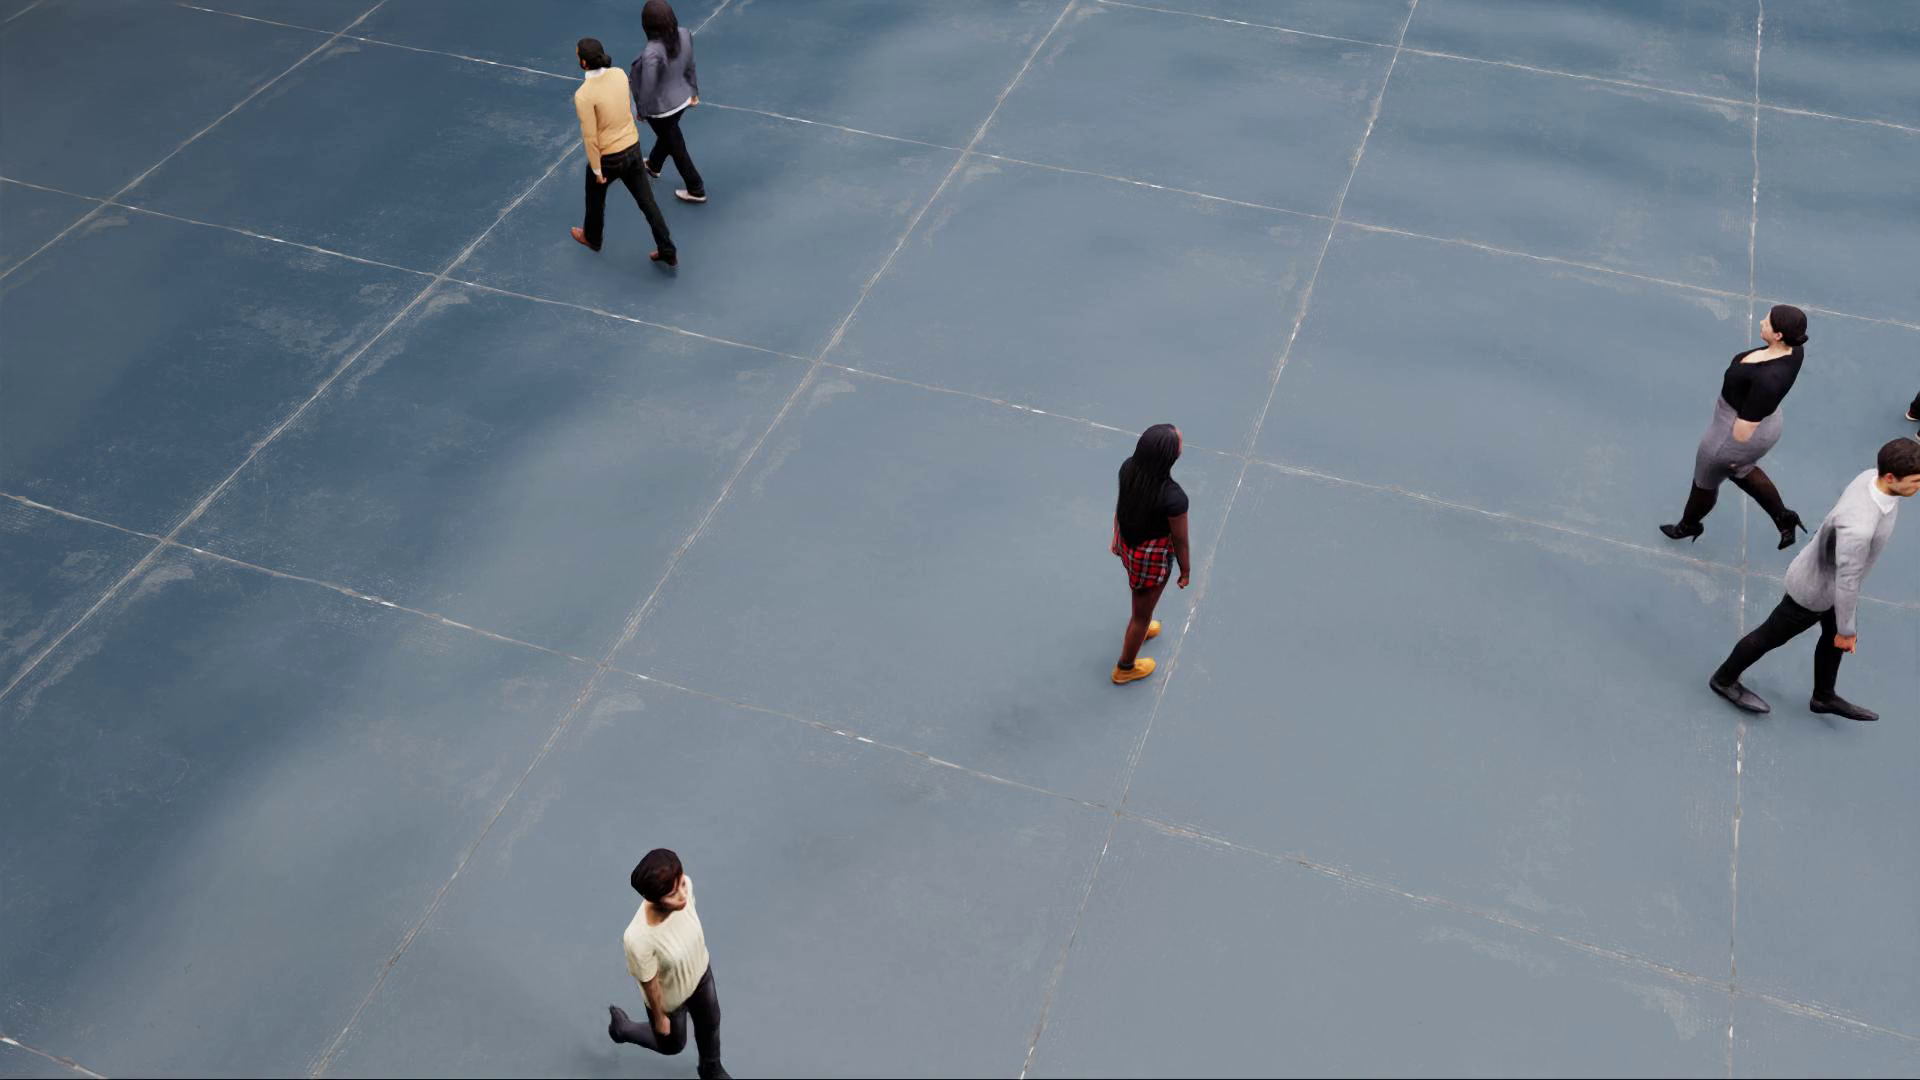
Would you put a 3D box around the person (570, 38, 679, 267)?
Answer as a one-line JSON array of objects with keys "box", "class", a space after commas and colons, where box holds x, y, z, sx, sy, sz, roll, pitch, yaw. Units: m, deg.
[{"box": [-2.358, -2.670, 11.677, 1.266, 1.712, 0.938, 29, 50, 27], "class": "person"}]

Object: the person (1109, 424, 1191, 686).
[{"box": [0.908, 0.123, 8.688, 0.831, 1.708, 0.778, -28, 50, -27], "class": "person"}]

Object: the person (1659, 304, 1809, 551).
[{"box": [4.516, -0.554, 9.393, 1.072, 1.736, 0.848, 29, 50, 27], "class": "person"}]

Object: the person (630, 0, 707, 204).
[{"box": [-2.116, -3.227, 12.379, 0.954, 1.568, 0.666, 15, 45, 16], "class": "person"}]

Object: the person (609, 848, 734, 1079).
[{"box": [-1.251, 1.832, 6.960, 0.900, 1.570, 0.665, 19, 46, 19], "class": "person"}]

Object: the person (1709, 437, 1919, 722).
[{"box": [4.320, 0.169, 8.506, 1.181, 1.890, 1.020, 29, 50, 28], "class": "person"}]
